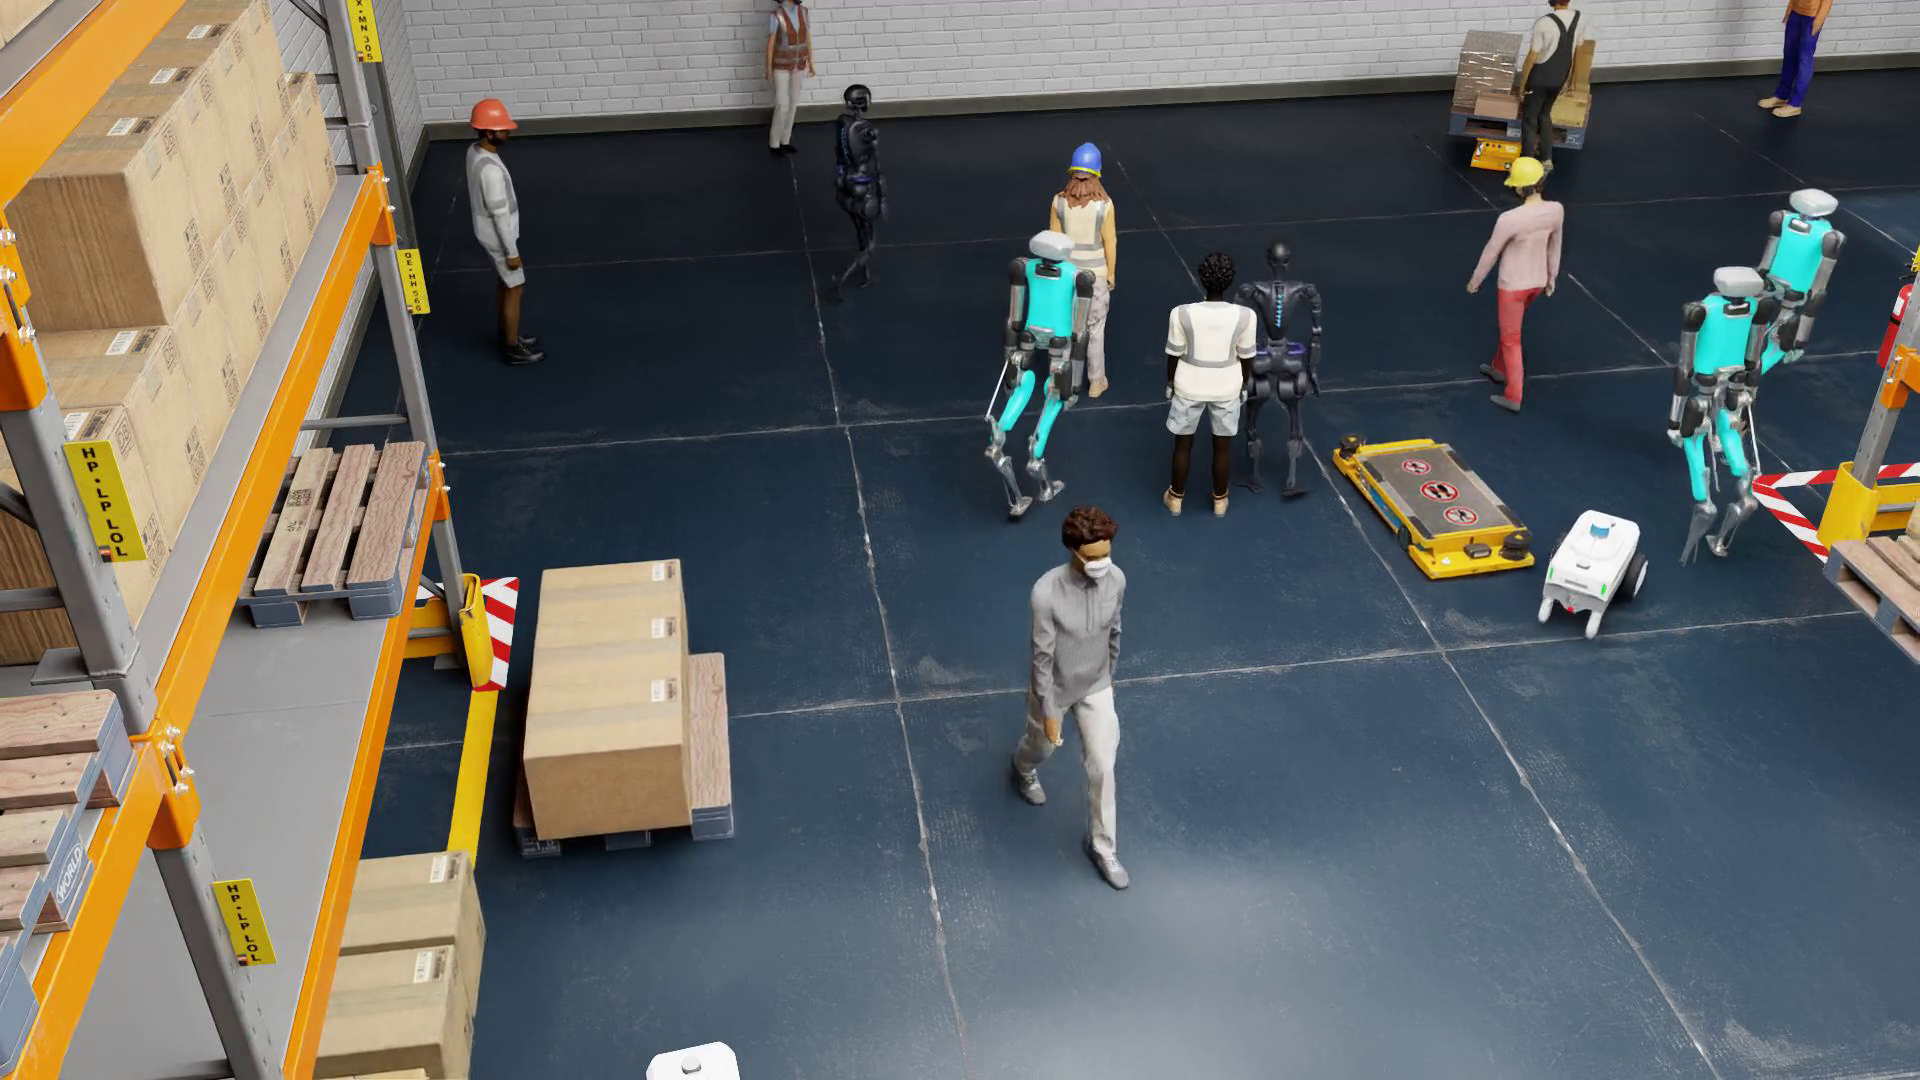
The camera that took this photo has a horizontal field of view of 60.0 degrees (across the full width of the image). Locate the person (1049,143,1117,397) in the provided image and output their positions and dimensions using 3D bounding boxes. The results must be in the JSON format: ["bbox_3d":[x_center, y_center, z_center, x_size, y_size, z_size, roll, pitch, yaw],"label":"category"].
[{"bbox_3d":[0.816,-1.808,11.242,0.465,1.776,0.326,6,34,9],"label":"person"}]

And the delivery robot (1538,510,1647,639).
[{"bbox_3d":[3.562,0.150,9.379,0.499,0.614,0.808,20,38,27],"label":"delivery robot"}]

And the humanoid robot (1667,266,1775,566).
[{"bbox_3d":[4.357,-0.577,9.484,0.532,1.876,0.754,-7,34,-10],"label":"humanoid robot"}]

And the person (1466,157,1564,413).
[{"bbox_3d":[3.716,-1.746,11.199,0.539,1.722,0.753,-15,36,-22],"label":"person"}]

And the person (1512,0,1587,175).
[{"bbox_3d":[5.134,-4.024,14.591,0.553,1.824,0.412,-9,34,-14],"label":"person"}]

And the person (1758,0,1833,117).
[{"bbox_3d":[8.227,-5.136,16.173,0.406,1.974,0.512,-8,34,-12],"label":"person"}]

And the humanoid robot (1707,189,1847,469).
[{"bbox_3d":[5.009,-1.315,10.512,0.738,1.756,0.583,-13,35,-19],"label":"humanoid robot"}]

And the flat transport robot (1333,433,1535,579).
[{"bbox_3d":[2.889,-0.247,10.232,0.659,0.231,1.431,-7,34,-11],"label":"flat transport robot"}]

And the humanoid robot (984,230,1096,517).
[{"bbox_3d":[0.418,-0.874,9.862,0.530,1.771,0.846,14,36,21],"label":"humanoid robot"}]

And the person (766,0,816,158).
[{"bbox_3d":[-1.575,-4.347,15.230,0.478,1.666,0.386,-28,42,-35],"label":"person"}]

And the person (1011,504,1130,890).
[{"bbox_3d":[0.500,0.610,7.465,0.507,1.854,0.912,-11,35,-17],"label":"person"}]

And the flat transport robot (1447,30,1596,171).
[{"bbox_3d":[5.227,-3.789,15.658,0.659,0.231,1.431,12,35,17],"label":"flat transport robot"}]

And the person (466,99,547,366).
[{"bbox_3d":[-3.182,-2.133,11.612,0.386,1.923,0.547,-15,36,-21],"label":"person"}]

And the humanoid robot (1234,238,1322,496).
[{"bbox_3d":[1.928,-1.011,10.120,0.589,1.646,0.436,3,33,4],"label":"humanoid robot"}]

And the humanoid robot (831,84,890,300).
[{"bbox_3d":[-0.824,-2.649,12.637,0.583,1.643,0.597,-25,41,-33],"label":"humanoid robot"}]

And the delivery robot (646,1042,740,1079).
[{"bbox_3d":[-0.938,2.258,6.128,0.499,0.592,0.774,-9,34,-13],"label":"delivery robot"}]

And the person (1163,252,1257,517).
[{"bbox_3d":[1.477,-0.906,9.941,0.534,1.693,0.320,2,33,3],"label":"person"}]
